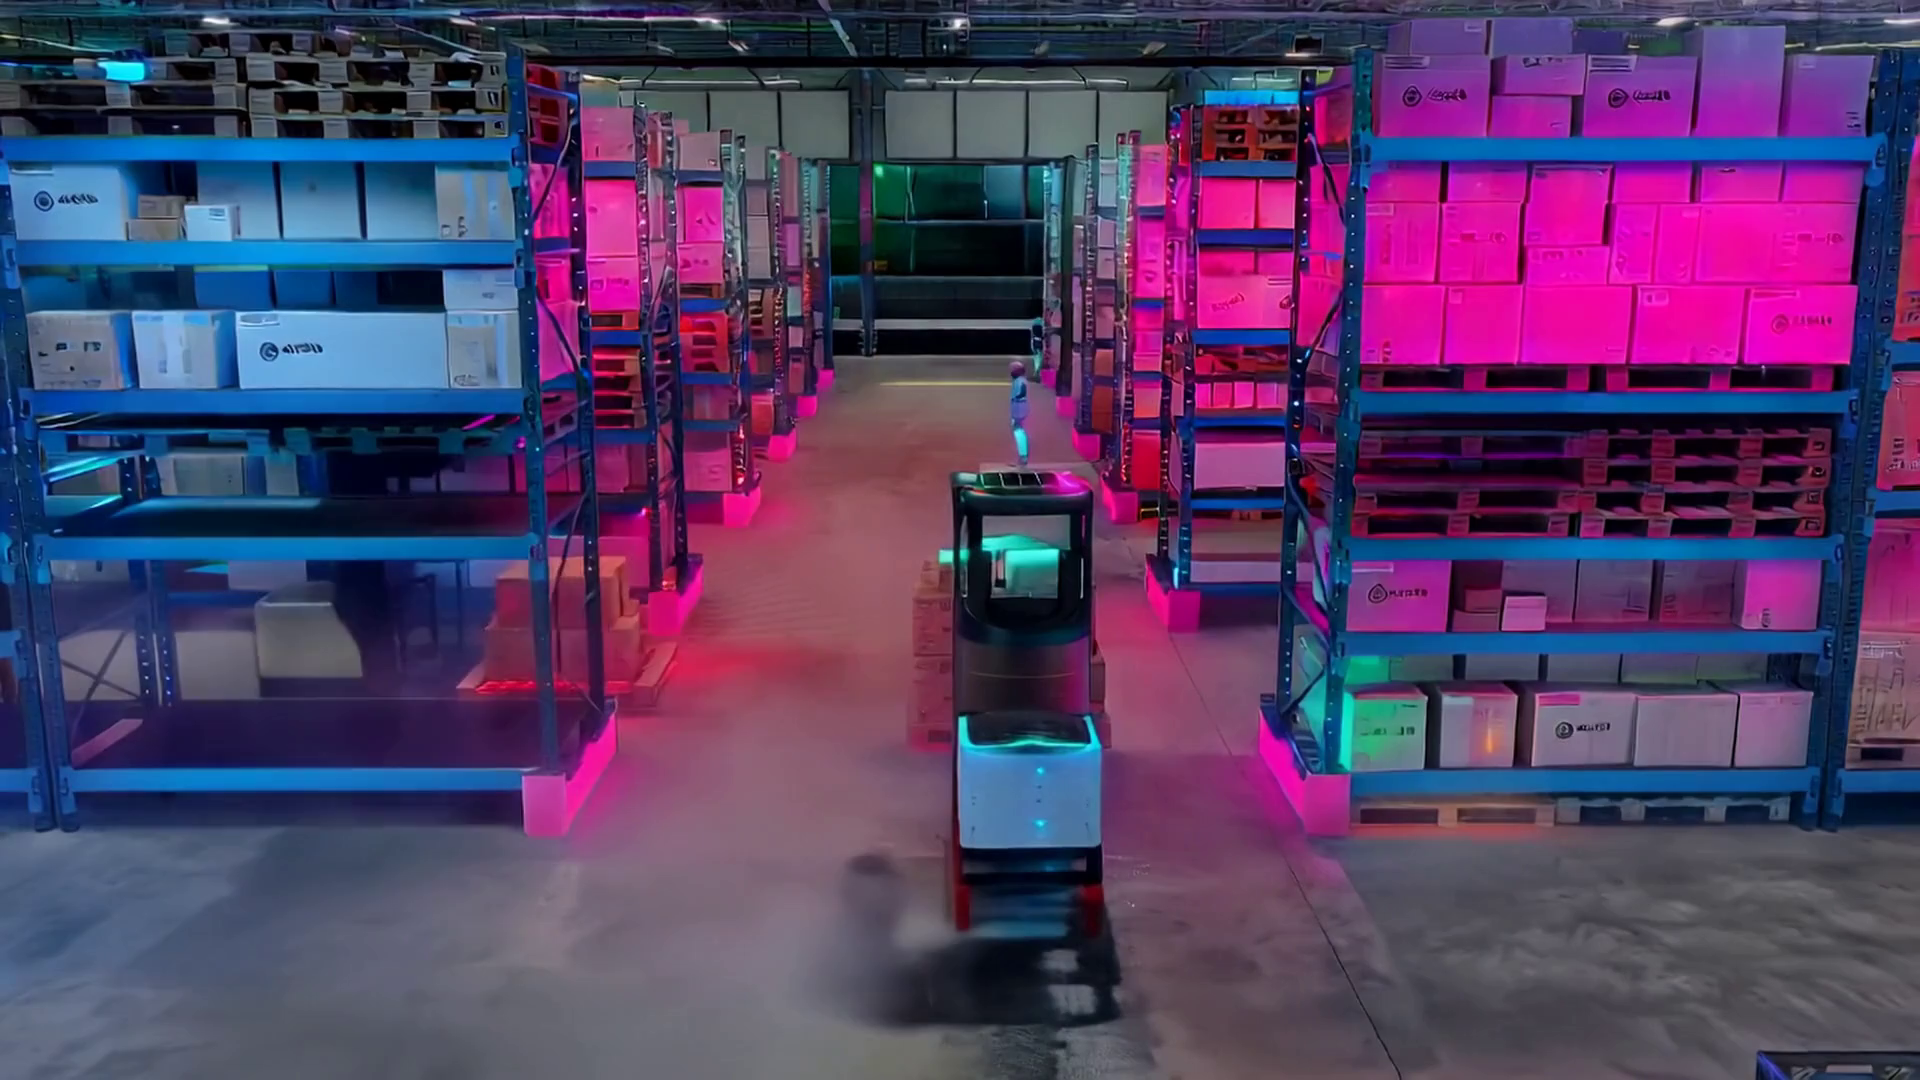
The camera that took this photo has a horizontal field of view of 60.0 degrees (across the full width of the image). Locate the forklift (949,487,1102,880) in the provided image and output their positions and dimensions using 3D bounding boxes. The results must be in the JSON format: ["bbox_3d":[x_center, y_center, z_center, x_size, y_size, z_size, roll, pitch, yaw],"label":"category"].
[{"bbox_3d":[0.495,0.986,12.813,1.129,2.768,1.873,0,11,-2],"label":"forklift"}]

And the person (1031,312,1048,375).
[{"bbox_3d":[2.379,-5.804,49.061,0.605,1.827,0.626,5,12,23],"label":"person"}]

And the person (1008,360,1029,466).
[{"bbox_3d":[1.109,-2.441,31.922,0.417,2.034,0.603,4,12,17],"label":"person"}]

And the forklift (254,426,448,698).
[{"bbox_3d":[-6.060,0.185,16.785,1.873,2.768,1.129,0,11,-1],"label":"forklift"}]
